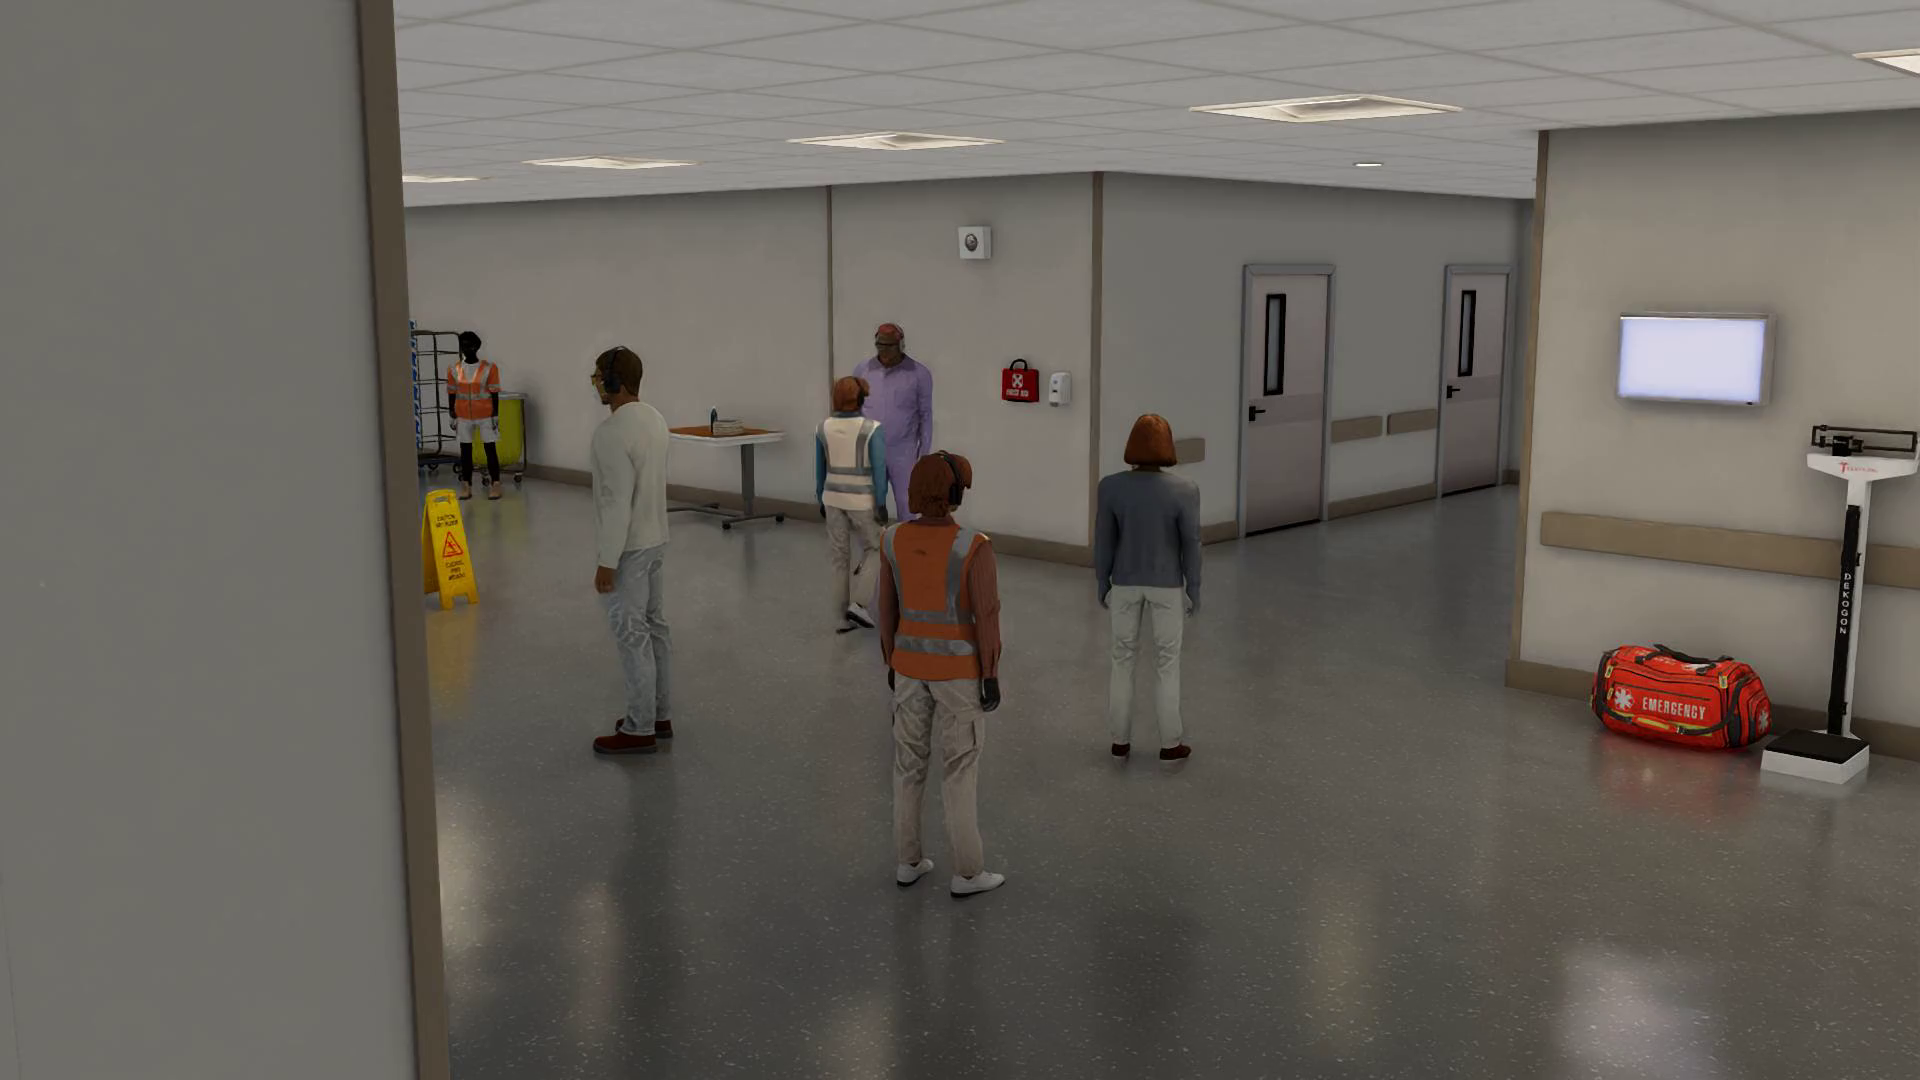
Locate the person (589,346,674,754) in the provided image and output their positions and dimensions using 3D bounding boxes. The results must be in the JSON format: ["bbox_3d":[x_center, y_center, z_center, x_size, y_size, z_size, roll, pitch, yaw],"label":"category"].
[{"bbox_3d":[-1.570,0.049,7.920,0.354,1.938,0.636,2,9,10],"label":"person"}]

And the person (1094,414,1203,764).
[{"bbox_3d":[0.876,0.229,7.748,0.508,1.632,0.273,3,10,20],"label":"person"}]

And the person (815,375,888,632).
[{"bbox_3d":[-0.677,-0.222,10.507,0.536,1.625,0.370,5,10,27],"label":"person"}]

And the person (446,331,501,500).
[{"bbox_3d":[-4.830,-1.232,16.555,0.536,1.686,0.326,0,9,0],"label":"person"}]

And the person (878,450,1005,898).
[{"bbox_3d":[-0.074,0.493,6.113,0.513,1.641,0.309,6,11,33],"label":"person"}]

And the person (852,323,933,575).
[{"bbox_3d":[-0.530,-0.675,12.485,0.638,1.901,0.402,1,9,9],"label":"person"}]
